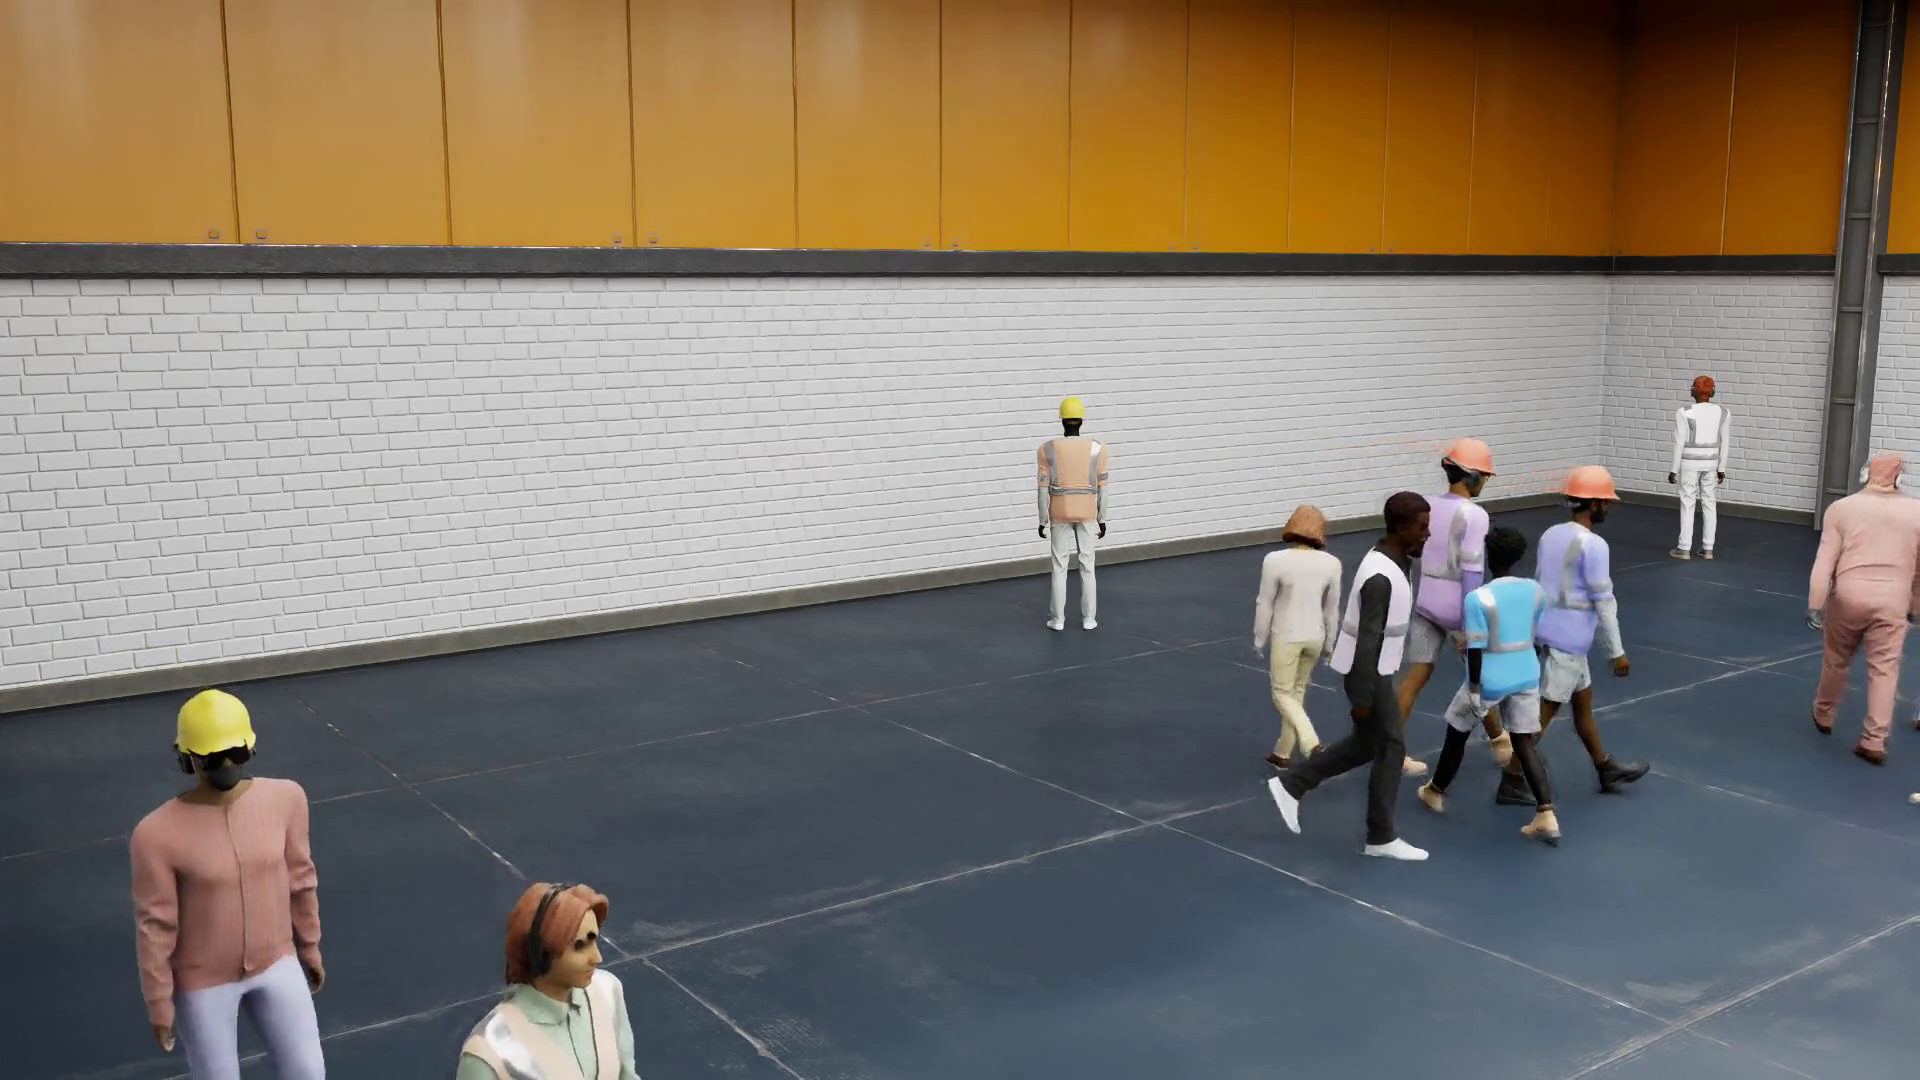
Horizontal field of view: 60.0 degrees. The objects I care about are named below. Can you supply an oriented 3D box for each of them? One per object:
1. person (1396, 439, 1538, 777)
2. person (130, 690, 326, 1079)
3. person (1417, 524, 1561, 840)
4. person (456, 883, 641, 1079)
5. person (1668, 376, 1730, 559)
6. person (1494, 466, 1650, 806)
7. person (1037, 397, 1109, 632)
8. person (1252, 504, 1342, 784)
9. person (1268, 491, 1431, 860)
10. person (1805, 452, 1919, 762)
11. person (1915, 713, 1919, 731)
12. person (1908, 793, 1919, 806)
[{"bbox_3d":[2.904,0.398,9.733,1.096,1.970,0.623,-4,10,-21],"label":"person"},{"bbox_3d":[-2.131,1.290,4.910,0.541,1.750,0.368,-9,13,-44],"label":"person"},{"bbox_3d":[2.832,0.725,8.762,0.526,1.626,0.907,-3,10,-19],"label":"person"},{"bbox_3d":[-0.939,1.547,3.842,0.912,1.589,0.526,4,10,22],"label":"person"},{"bbox_3d":[7.554,-0.739,17.022,0.586,1.882,0.341,-1,9,-4],"label":"person"},{"bbox_3d":[3.419,0.536,9.153,0.969,1.882,0.566,-1,9,-5],"label":"person"},{"bbox_3d":[0.915,-0.205,13.591,0.587,1.930,0.359,0,9,-3],"label":"person"},{"bbox_3d":[1.982,0.603,9.593,0.515,1.603,0.681,-3,10,-18],"label":"person"},{"bbox_3d":[1.978,0.666,8.366,0.735,1.884,0.620,3,10,18],"label":"person"},{"bbox_3d":[5.560,0.385,10.234,0.703,1.839,0.994,2,10,15],"label":"person"},{"bbox_3d":[6.580,0.321,10.589,1.021,1.848,0.636,-2,9,-10],"label":"person"},{"bbox_3d":[5.547,0.578,9.068,0.514,1.830,0.545,-3,10,-17],"label":"person"}]
